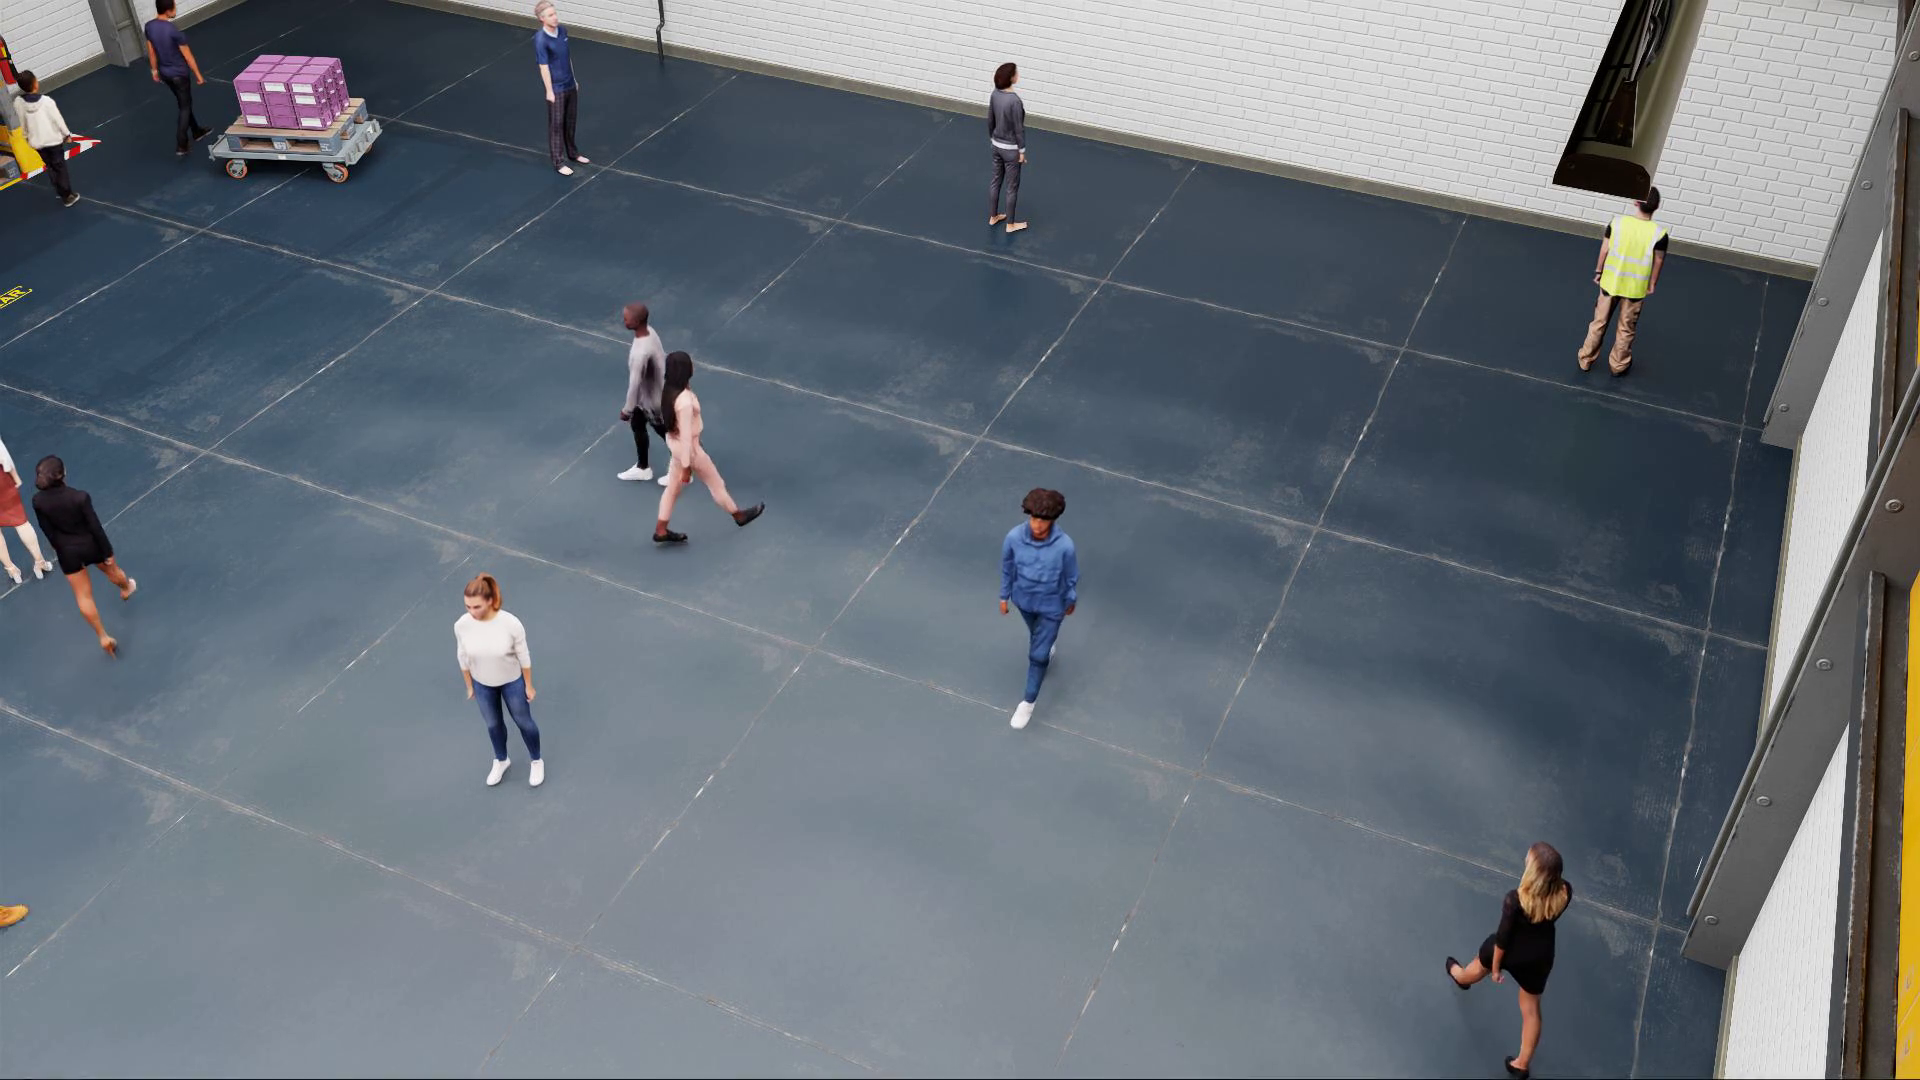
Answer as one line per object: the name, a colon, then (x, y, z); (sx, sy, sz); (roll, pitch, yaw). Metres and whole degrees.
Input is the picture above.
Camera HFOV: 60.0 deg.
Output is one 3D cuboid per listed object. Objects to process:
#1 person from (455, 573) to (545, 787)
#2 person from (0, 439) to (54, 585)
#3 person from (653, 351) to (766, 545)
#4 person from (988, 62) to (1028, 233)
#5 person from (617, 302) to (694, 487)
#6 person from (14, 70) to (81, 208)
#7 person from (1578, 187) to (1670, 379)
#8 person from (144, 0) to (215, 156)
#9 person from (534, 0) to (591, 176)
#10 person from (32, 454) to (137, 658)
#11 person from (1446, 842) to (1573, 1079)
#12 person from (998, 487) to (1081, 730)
person: (-2.993, 0.923, 10.826); (0.675, 1.719, 0.644); (2, 39, 2)
person: (-7.284, -0.407, 12.467); (0.665, 1.750, 0.715); (-11, 40, -13)
person: (-2.205, -0.651, 12.838); (1.214, 1.667, 1.135); (-13, 40, -15)
person: (0.474, -4.019, 16.975); (0.639, 1.768, 0.680); (-31, 48, -33)
person: (-2.370, -1.140, 13.382); (0.919, 1.753, 0.906); (-6, 39, -7)
person: (-9.602, -4.168, 17.423); (0.688, 1.442, 0.699); (0, 39, 0)
person: (5.900, -2.289, 14.746); (0.699, 1.847, 0.714); (19, 42, 22)
person: (-8.683, -5.082, 18.329); (0.793, 1.740, 1.033); (9, 39, 11)
person: (-4.354, -4.923, 18.024); (0.715, 1.871, 0.473); (17, 42, 21)
person: (-6.274, 0.151, 11.884); (0.971, 1.604, 1.077); (-10, 40, -12)
person: (3.116, 2.349, 9.116); (0.959, 1.624, 1.143); (-6, 39, -7)
person: (0.570, 0.349, 11.505); (0.706, 1.768, 1.155); (15, 41, 18)
